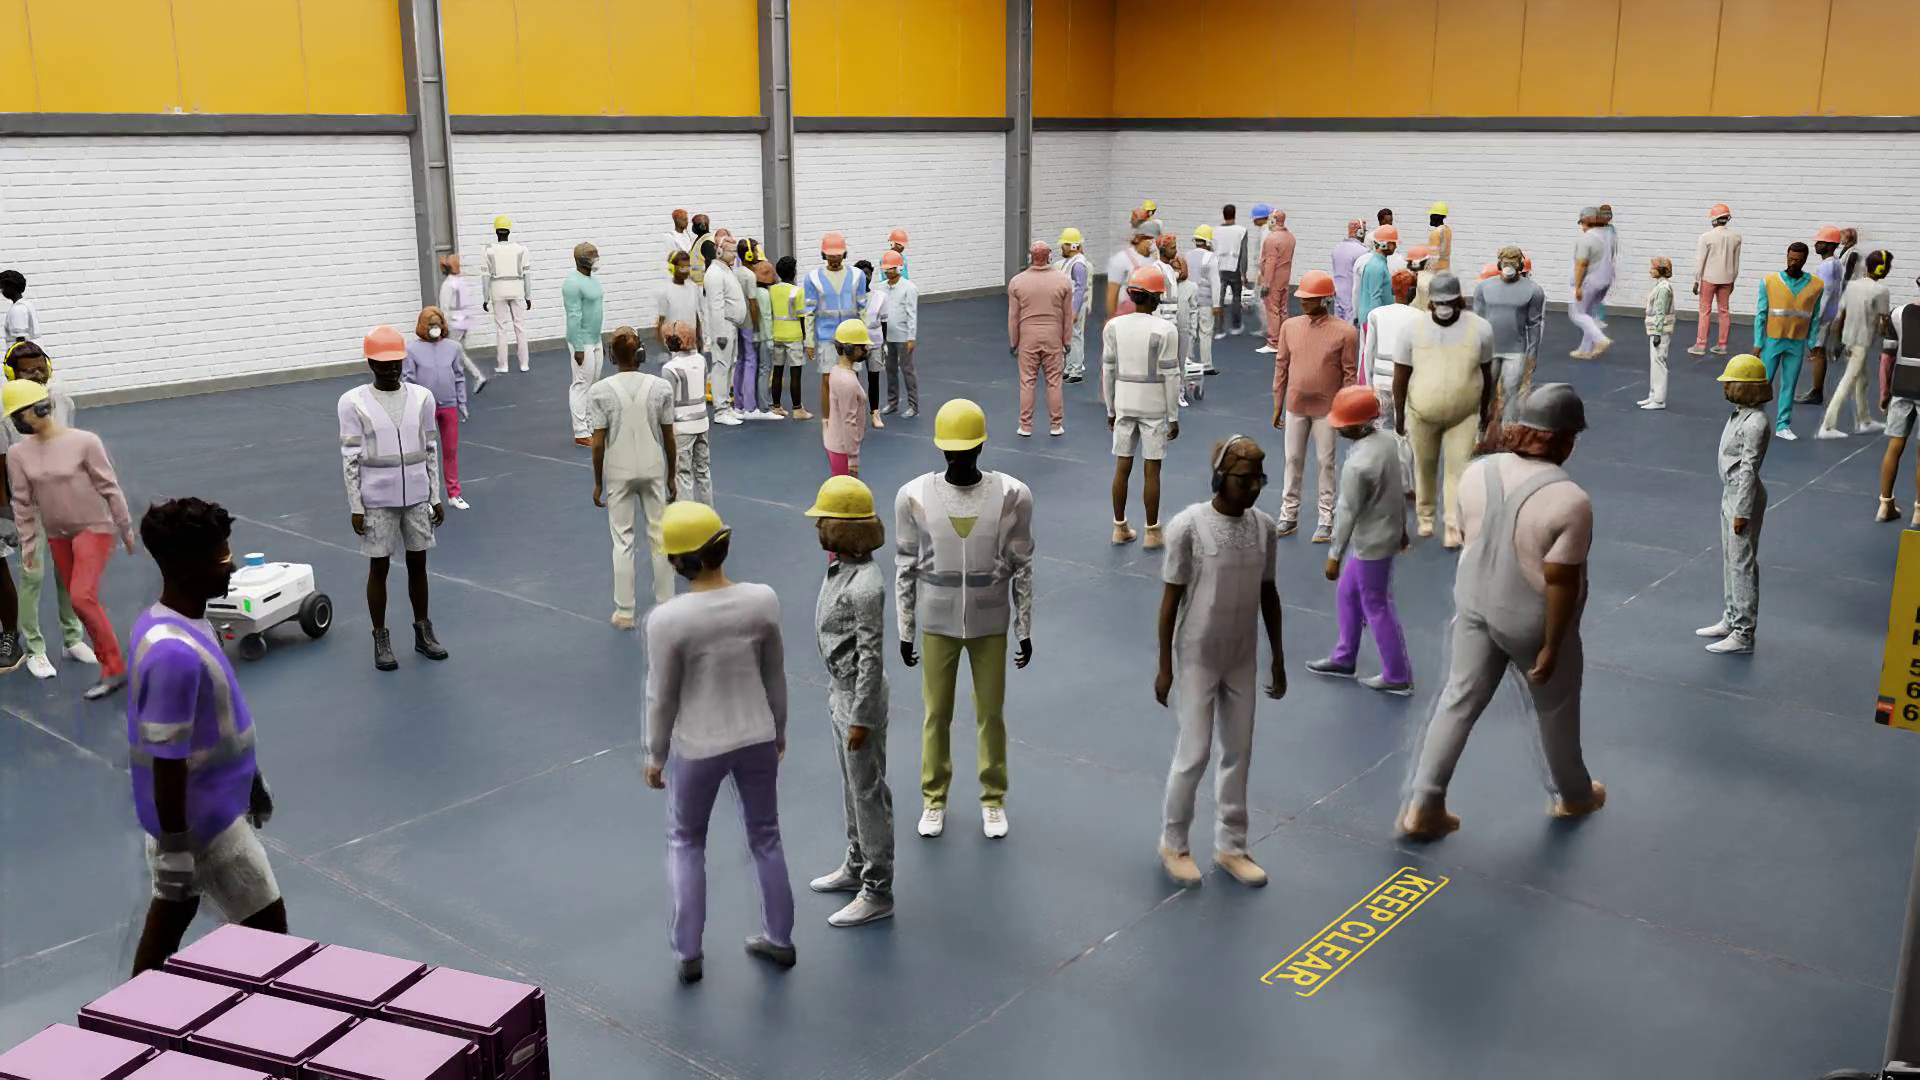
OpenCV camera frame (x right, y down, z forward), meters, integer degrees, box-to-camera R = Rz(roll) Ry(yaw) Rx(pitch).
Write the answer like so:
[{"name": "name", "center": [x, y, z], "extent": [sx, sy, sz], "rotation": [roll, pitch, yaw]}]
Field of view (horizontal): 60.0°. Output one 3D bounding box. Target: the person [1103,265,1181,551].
[{"name": "person", "center": [1.312, -0.942, 11.933], "extent": [0.607, 2.044, 0.379], "rotation": [10, 17, 34]}]

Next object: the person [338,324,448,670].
[{"name": "person", "center": [-3.168, -0.243, 9.353], "extent": [0.545, 1.938, 0.355], "rotation": [-11, 18, -38]}]

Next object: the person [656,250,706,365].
[{"name": "person", "center": [-2.680, -1.859, 15.975], "extent": [0.519, 1.848, 0.556], "rotation": [11, 18, 38]}]

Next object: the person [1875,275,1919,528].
[{"name": "person", "center": [7.310, -1.120, 12.643], "extent": [0.387, 2.045, 0.605], "rotation": [-9, 17, -33]}]

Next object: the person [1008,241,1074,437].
[{"name": "person", "center": [0.785, -1.958, 16.260], "extent": [0.643, 1.913, 0.411], "rotation": [0, 14, -1]}]

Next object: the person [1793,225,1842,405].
[{"name": "person", "center": [9.383, -2.450, 18.161], "extent": [0.340, 1.942, 0.551], "rotation": [9, 17, 33]}]

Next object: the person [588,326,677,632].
[{"name": "person", "center": [-1.962, -0.362, 10.027], "extent": [0.506, 1.841, 0.342], "rotation": [-5, 15, -19]}]

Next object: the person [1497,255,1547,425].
[{"name": "person", "center": [5.554, -1.982, 16.680], "extent": [0.334, 1.749, 0.561], "rotation": [-12, 19, -40]}]

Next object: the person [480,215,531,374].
[{"name": "person", "center": [-5.575, -3.013, 20.443], "extent": [0.594, 1.925, 0.376], "rotation": [-7, 16, -26]}]

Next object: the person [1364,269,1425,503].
[{"name": "person", "center": [3.528, -1.237, 13.440], "extent": [0.359, 1.882, 0.575], "rotation": [-13, 19, -41]}]

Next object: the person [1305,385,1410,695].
[{"name": "person", "center": [2.130, -0.004, 8.882], "extent": [0.673, 1.693, 0.627], "rotation": [7, 16, 25]}]

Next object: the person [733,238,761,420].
[{"name": "person", "center": [-2.207, -2.191, 17.277], "extent": [0.331, 1.872, 0.513], "rotation": [-9, 17, -32]}]

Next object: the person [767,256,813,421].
[{"name": "person", "center": [-1.775, -2.076, 17.167], "extent": [0.537, 1.696, 0.318], "rotation": [8, 16, 30]}]

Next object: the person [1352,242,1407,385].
[{"name": "person", "center": [4.685, -2.508, 18.477], "extent": [0.651, 1.902, 0.410], "rotation": [7, 16, 26]}]

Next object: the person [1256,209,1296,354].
[{"name": "person", "center": [4.205, -3.457, 22.260], "extent": [0.403, 1.906, 0.651], "rotation": [11, 17, 36]}]

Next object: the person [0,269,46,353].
[{"name": "person", "center": [-8.795, -1.697, 15.673], "extent": [0.319, 1.687, 0.539], "rotation": [-6, 15, -21]}]

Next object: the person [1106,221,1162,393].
[{"name": "person", "center": [1.949, -2.471, 18.050], "extent": [0.715, 2.000, 0.558], "rotation": [-11, 18, -37]}]

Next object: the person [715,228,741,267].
[{"name": "person", "center": [-3.193, -3.384, 22.510], "extent": [0.522, 1.638, 0.310], "rotation": [3, 14, 11]}]

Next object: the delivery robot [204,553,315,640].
[{"name": "delivery robot", "center": [-4.097, 0.321, 9.715], "extent": [0.477, 0.478, 0.707], "rotation": [3, 14, 11]}]

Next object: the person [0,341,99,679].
[{"name": "person", "center": [-5.076, -0.176, 9.235], "extent": [0.309, 1.863, 0.534], "rotation": [8, 16, 29]}]

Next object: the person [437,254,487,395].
[{"name": "person", "center": [-5.577, -2.342, 18.368], "extent": [0.467, 1.628, 0.539], "rotation": [0, 14, 1]}]

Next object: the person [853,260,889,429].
[{"name": "person", "center": [-0.964, -1.949, 16.654], "extent": [0.534, 1.700, 0.318], "rotation": [-4, 15, -16]}]

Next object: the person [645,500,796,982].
[{"name": "person", "center": [-0.851, 0.713, 5.910], "extent": [0.559, 1.746, 0.388], "rotation": [-9, 17, -33]}]

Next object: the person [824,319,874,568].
[{"name": "person", "center": [-0.737, -0.603, 11.161], "extent": [0.343, 1.756, 0.518], "rotation": [-3, 14, -11]}]

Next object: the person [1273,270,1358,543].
[{"name": "person", "center": [2.574, -0.974, 12.162], "extent": [0.622, 1.990, 0.389], "rotation": [9, 17, 32]}]

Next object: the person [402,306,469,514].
[{"name": "person", "center": [-4.125, -1.027, 13.107], "extent": [0.497, 1.632, 0.289], "rotation": [-10, 17, -35]}]

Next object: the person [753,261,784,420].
[{"name": "person", "center": [-2.016, -2.073, 17.276], "extent": [0.273, 1.636, 0.507], "rotation": [-4, 15, -16]}]

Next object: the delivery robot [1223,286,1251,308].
[{"name": "delivery robot", "center": [4.412, -3.932, 26.711], "extent": [0.477, 0.478, 0.707], "rotation": [-7, 16, -24]}]

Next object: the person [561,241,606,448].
[{"name": "person", "center": [-3.535, -1.849, 15.774], "extent": [0.370, 1.938, 0.627], "rotation": [2, 14, 7]}]

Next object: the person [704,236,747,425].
[{"name": "person", "center": [-2.379, -2.139, 17.008], "extent": [0.404, 1.903, 0.636], "rotation": [1, 14, 3]}]

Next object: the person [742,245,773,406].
[{"name": "person", "center": [-2.215, -2.281, 17.866], "extent": [0.333, 1.761, 0.527], "rotation": [5, 15, 19]}]

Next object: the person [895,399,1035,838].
[{"name": "person", "center": [0.020, 0.347, 7.049], "extent": [0.588, 1.920, 0.399], "rotation": [0, 14, 0]}]

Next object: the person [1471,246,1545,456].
[{"name": "person", "center": [4.976, -1.713, 15.231], "extent": [0.627, 1.938, 0.375], "rotation": [6, 15, 24]}]
